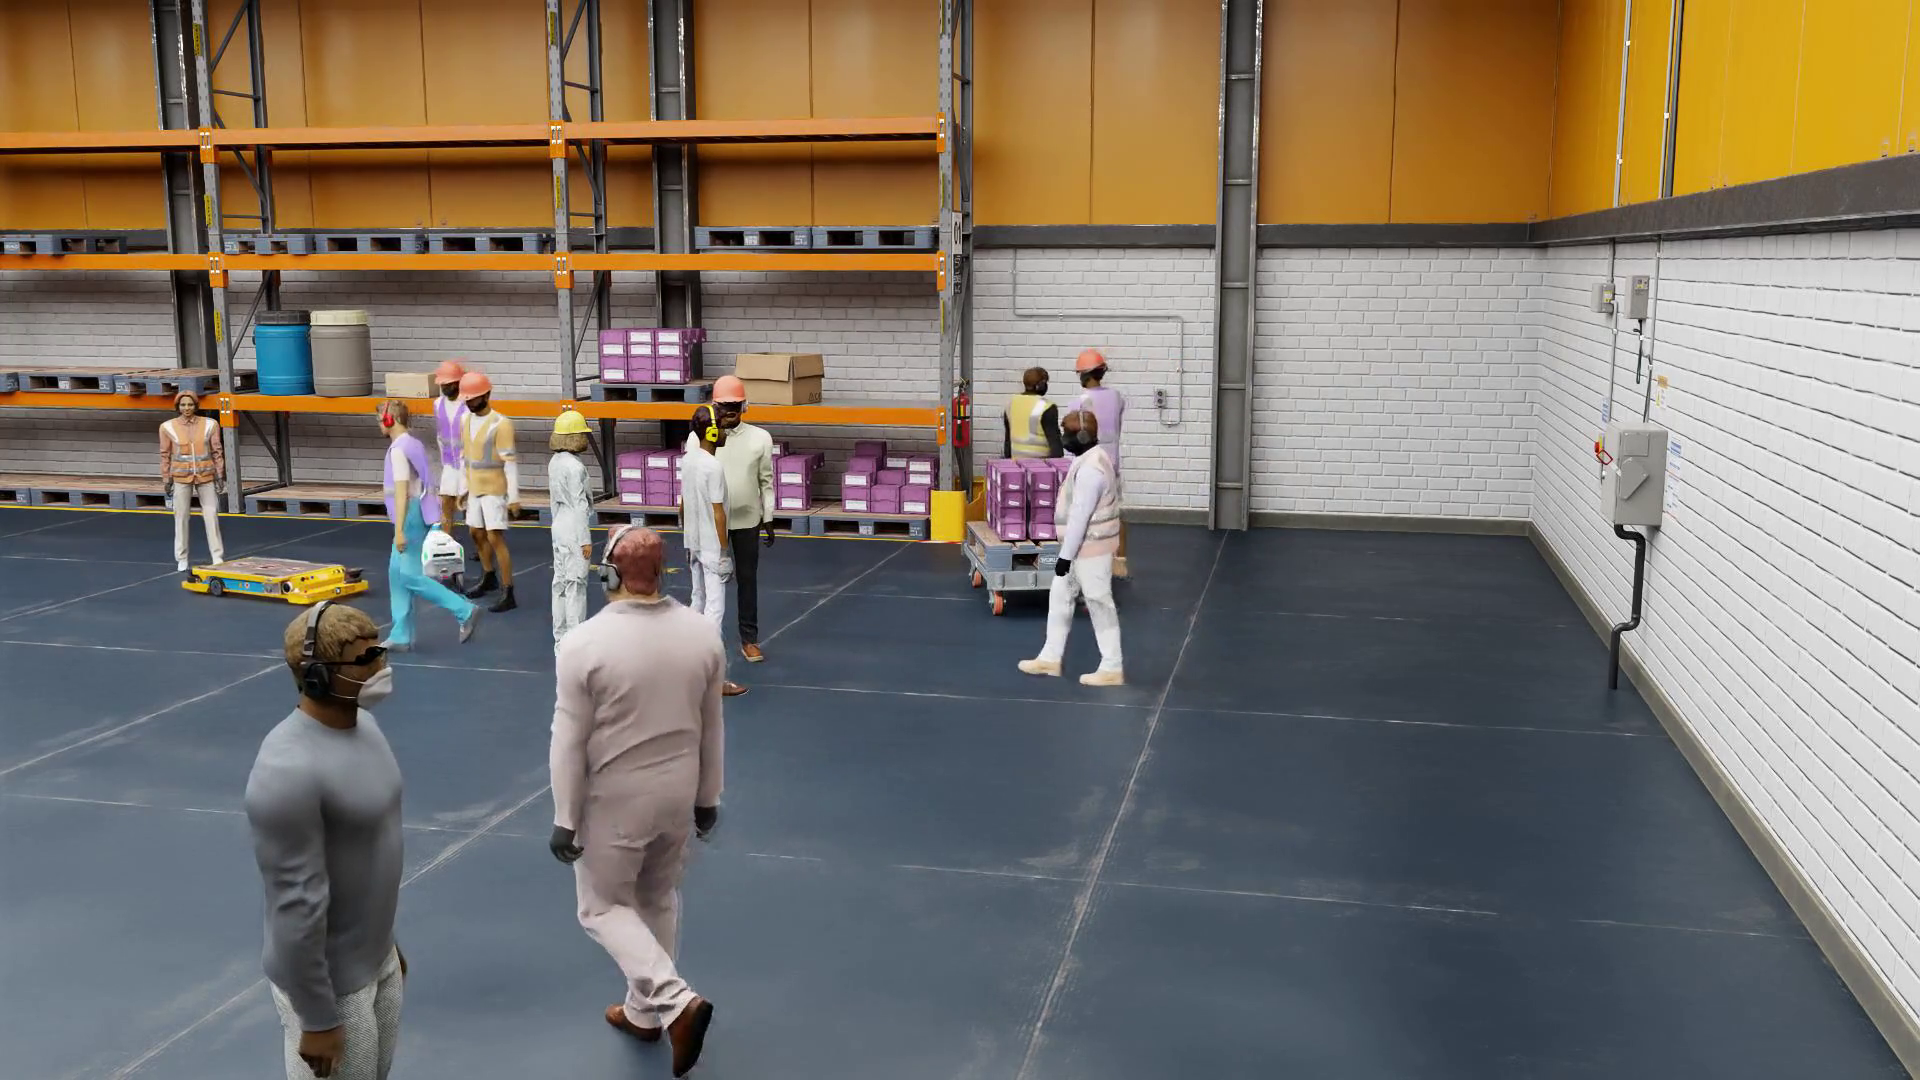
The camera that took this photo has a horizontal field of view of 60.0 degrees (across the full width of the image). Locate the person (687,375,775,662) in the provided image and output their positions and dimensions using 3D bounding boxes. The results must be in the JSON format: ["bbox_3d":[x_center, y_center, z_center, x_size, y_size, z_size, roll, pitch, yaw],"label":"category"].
[{"bbox_3d":[-1.573,-0.137,11.451,0.612,1.996,0.388,-3,10,-15],"label":"person"}]

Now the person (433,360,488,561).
[{"bbox_3d":[-4.541,-0.687,15.055,0.538,1.871,0.949,3,10,15],"label":"person"}]

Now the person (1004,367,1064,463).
[{"bbox_3d":[0.663,-0.705,15.419,0.956,1.806,0.629,-7,12,-37],"label":"person"}]

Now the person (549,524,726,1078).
[{"bbox_3d":[-1.070,0.888,5.692,0.683,1.889,0.656,9,13,43],"label":"person"}]

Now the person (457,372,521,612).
[{"bbox_3d":[-3.799,-0.403,13.335,0.783,1.899,0.577,7,12,36],"label":"person"}]

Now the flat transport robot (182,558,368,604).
[{"bbox_3d":[-5.709,0.319,13.845,1.431,0.197,0.652,5,11,25],"label":"flat transport robot"}]

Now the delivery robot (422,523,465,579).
[{"bbox_3d":[-4.419,0.101,14.022,0.477,0.478,0.707,-5,11,-28],"label":"delivery robot"}]

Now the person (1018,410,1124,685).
[{"bbox_3d":[0.709,0.061,10.852,0.829,1.807,0.631,0,10,2],"label":"person"}]

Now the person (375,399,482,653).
[{"bbox_3d":[-3.826,-0.102,11.803,0.741,1.799,0.658,-3,10,-15],"label":"person"}]

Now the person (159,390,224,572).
[{"bbox_3d":[-6.851,-0.527,14.858,0.512,1.631,0.320,-5,11,-29],"label":"person"}]

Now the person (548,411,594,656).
[{"bbox_3d":[-2.673,-0.025,11.534,0.295,1.744,0.485,-7,12,-35],"label":"person"}]

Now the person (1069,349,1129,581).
[{"bbox_3d":[1.139,-0.670,14.629,0.635,1.990,1.045,-6,12,-33],"label":"person"}]

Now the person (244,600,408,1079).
[{"bbox_3d":[-1.573,1.106,4.258,0.370,1.941,0.627,-1,10,-4],"label":"person"}]

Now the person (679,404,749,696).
[{"bbox_3d":[-1.597,0.067,10.617,0.310,1.868,0.532,-7,12,-35],"label":"person"}]
